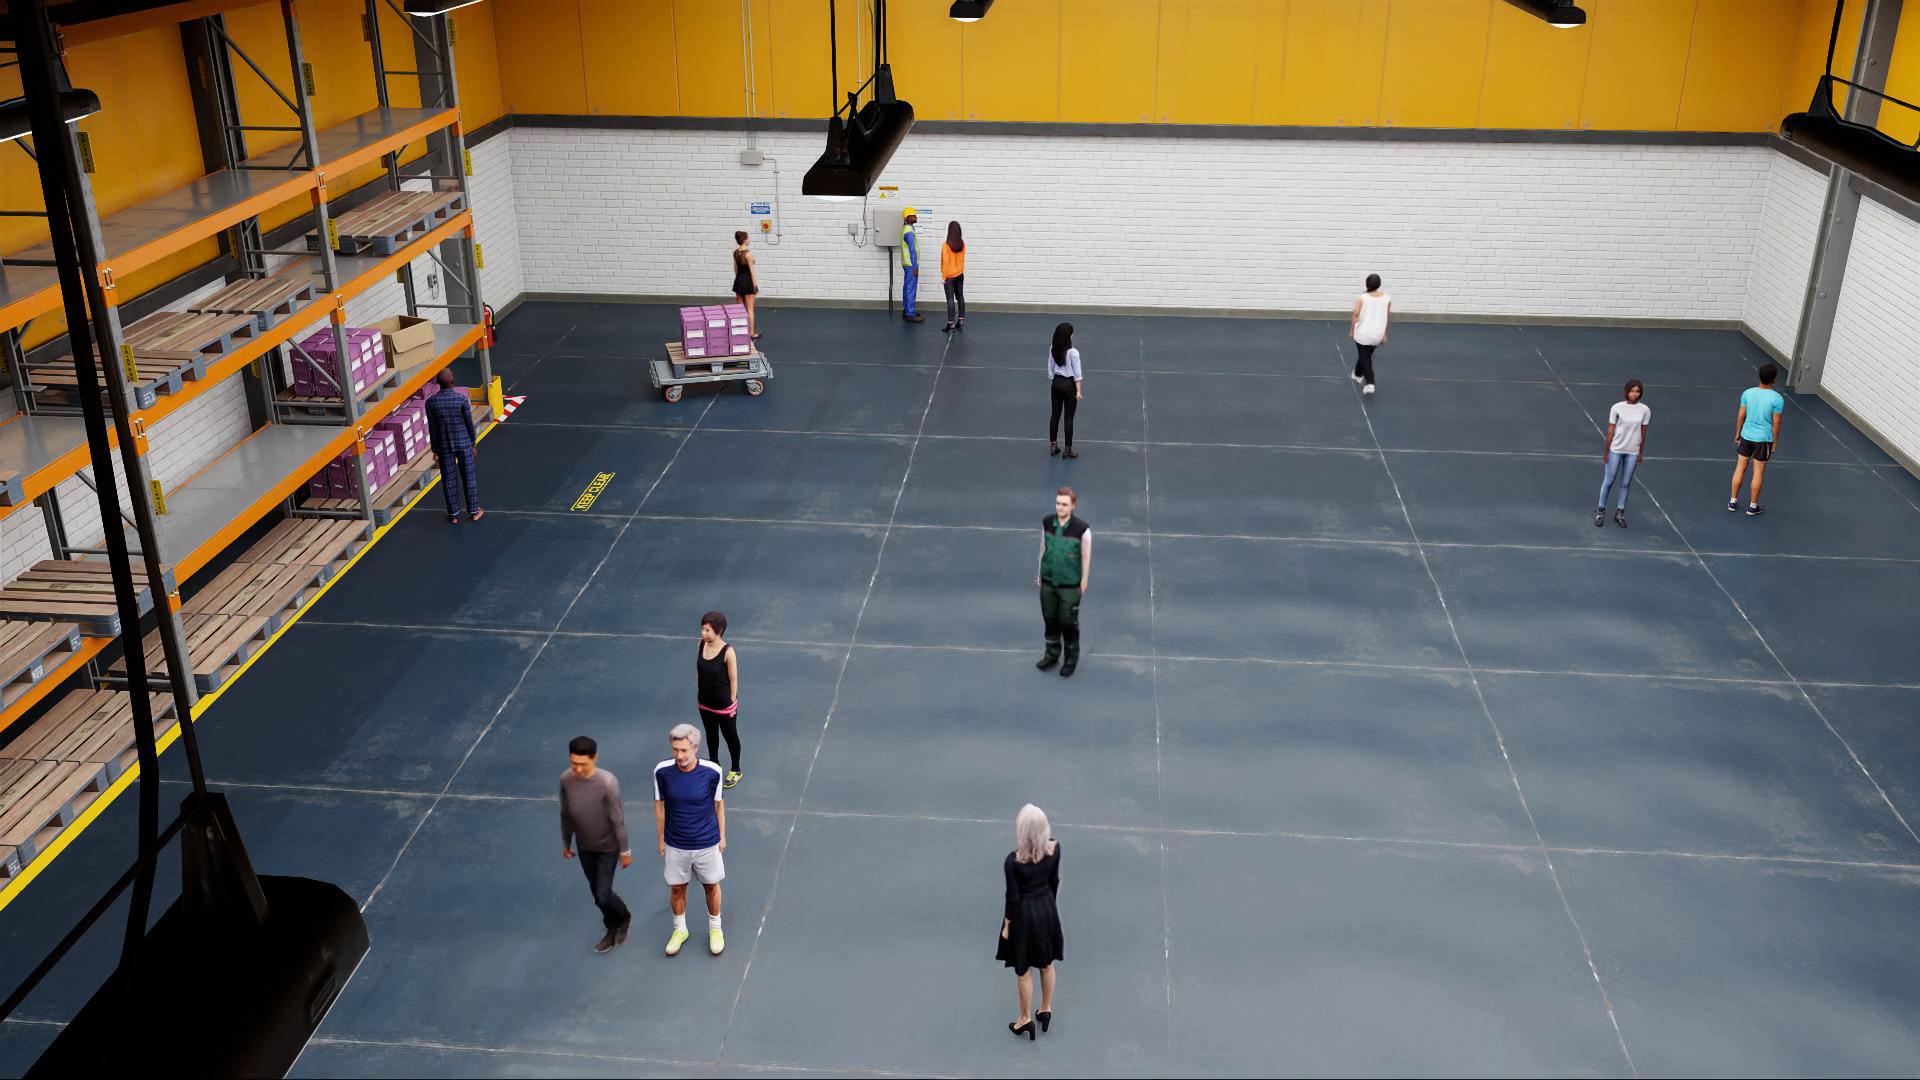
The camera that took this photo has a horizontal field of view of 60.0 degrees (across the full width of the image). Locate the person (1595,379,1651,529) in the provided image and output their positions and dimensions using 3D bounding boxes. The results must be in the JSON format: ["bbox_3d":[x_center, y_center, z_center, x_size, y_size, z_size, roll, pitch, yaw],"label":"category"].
[{"bbox_3d":[7.488,-0.986,18.784,0.585,1.719,0.528,3,24,7],"label":"person"}]

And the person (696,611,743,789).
[{"bbox_3d":[-2.005,1.294,13.775,0.619,1.553,0.632,14,27,30],"label":"person"}]

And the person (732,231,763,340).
[{"bbox_3d":[-3.312,-3.931,25.577,0.682,1.673,0.727,20,30,38],"label":"person"}]

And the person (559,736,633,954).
[{"bbox_3d":[-2.488,2.096,11.691,0.756,1.753,0.779,3,24,6],"label":"person"}]

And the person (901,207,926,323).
[{"bbox_3d":[-0.787,-4.401,26.478,0.779,1.813,0.615,-4,24,-9],"label":"person"}]

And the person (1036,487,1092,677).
[{"bbox_3d":[0.955,0.357,15.557,0.753,1.843,0.771,14,27,29],"label":"person"}]

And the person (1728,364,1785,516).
[{"bbox_3d":[9.151,-1.163,19.117,0.695,1.777,0.724,20,31,39],"label":"person"}]

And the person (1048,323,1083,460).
[{"bbox_3d":[1.297,-1.875,20.786,0.731,1.744,0.748,18,29,35],"label":"person"}]

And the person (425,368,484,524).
[{"bbox_3d":[-5.739,-1.078,18.869,0.744,1.819,0.727,-7,24,-15],"label":"person"}]

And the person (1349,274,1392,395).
[{"bbox_3d":[5.685,-2.833,23.097,0.920,1.647,1.221,-6,24,-14],"label":"person"}]

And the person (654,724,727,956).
[{"bbox_3d":[-1.874,2.076,11.632,0.650,1.837,0.562,-1,24,-2],"label":"person"}]

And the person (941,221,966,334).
[{"bbox_3d":[-0.094,-4.111,25.894,0.767,1.749,0.688,21,31,40],"label":"person"}]

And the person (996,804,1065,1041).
[{"bbox_3d":[0.462,2.479,10.823,0.701,1.747,0.738,-13,27,-28],"label":"person"}]
